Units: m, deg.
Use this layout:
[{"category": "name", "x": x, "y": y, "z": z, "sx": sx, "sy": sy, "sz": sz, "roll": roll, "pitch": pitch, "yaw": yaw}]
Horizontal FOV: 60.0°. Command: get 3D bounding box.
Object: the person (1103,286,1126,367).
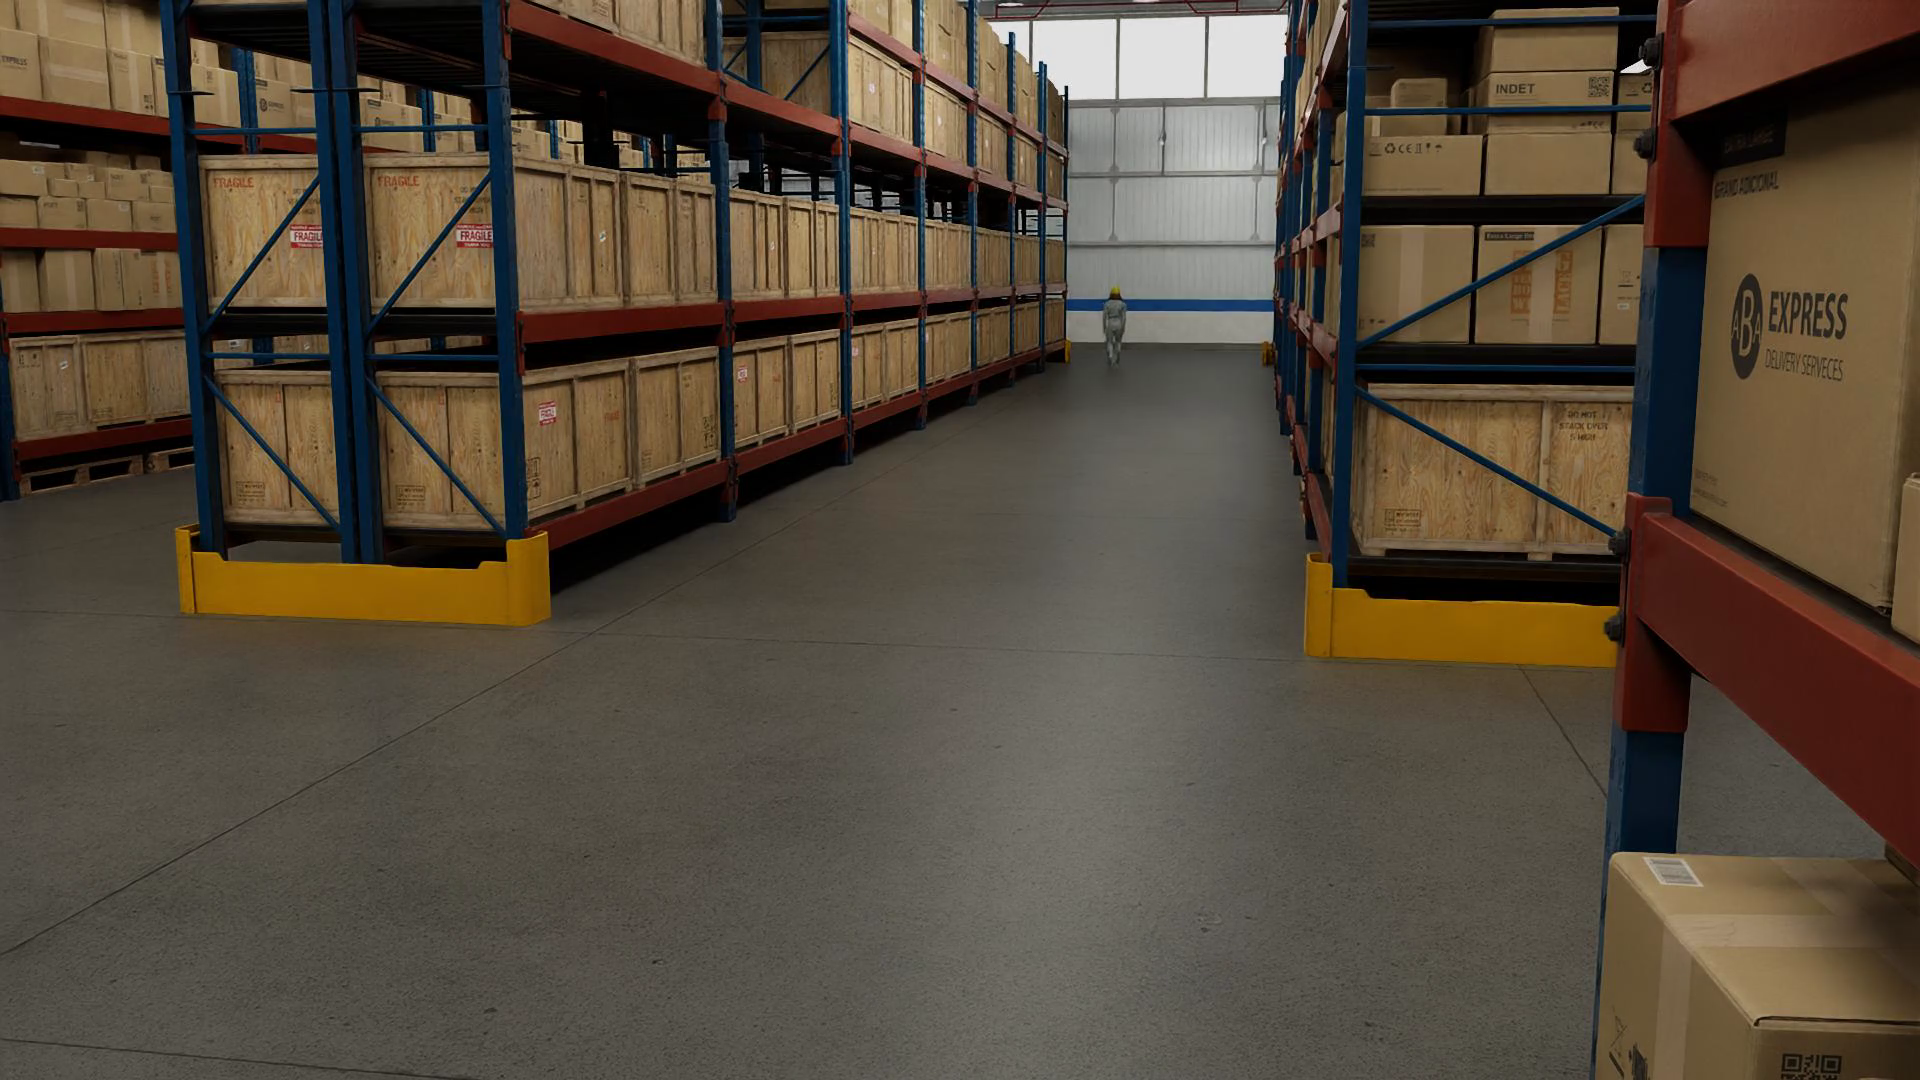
[{"category": "person", "x": 3.287, "y": -4.530, "z": 35.332, "sx": 0.483, "sy": 1.734, "sz": 0.406, "roll": 1, "pitch": 9, "yaw": 6}]
